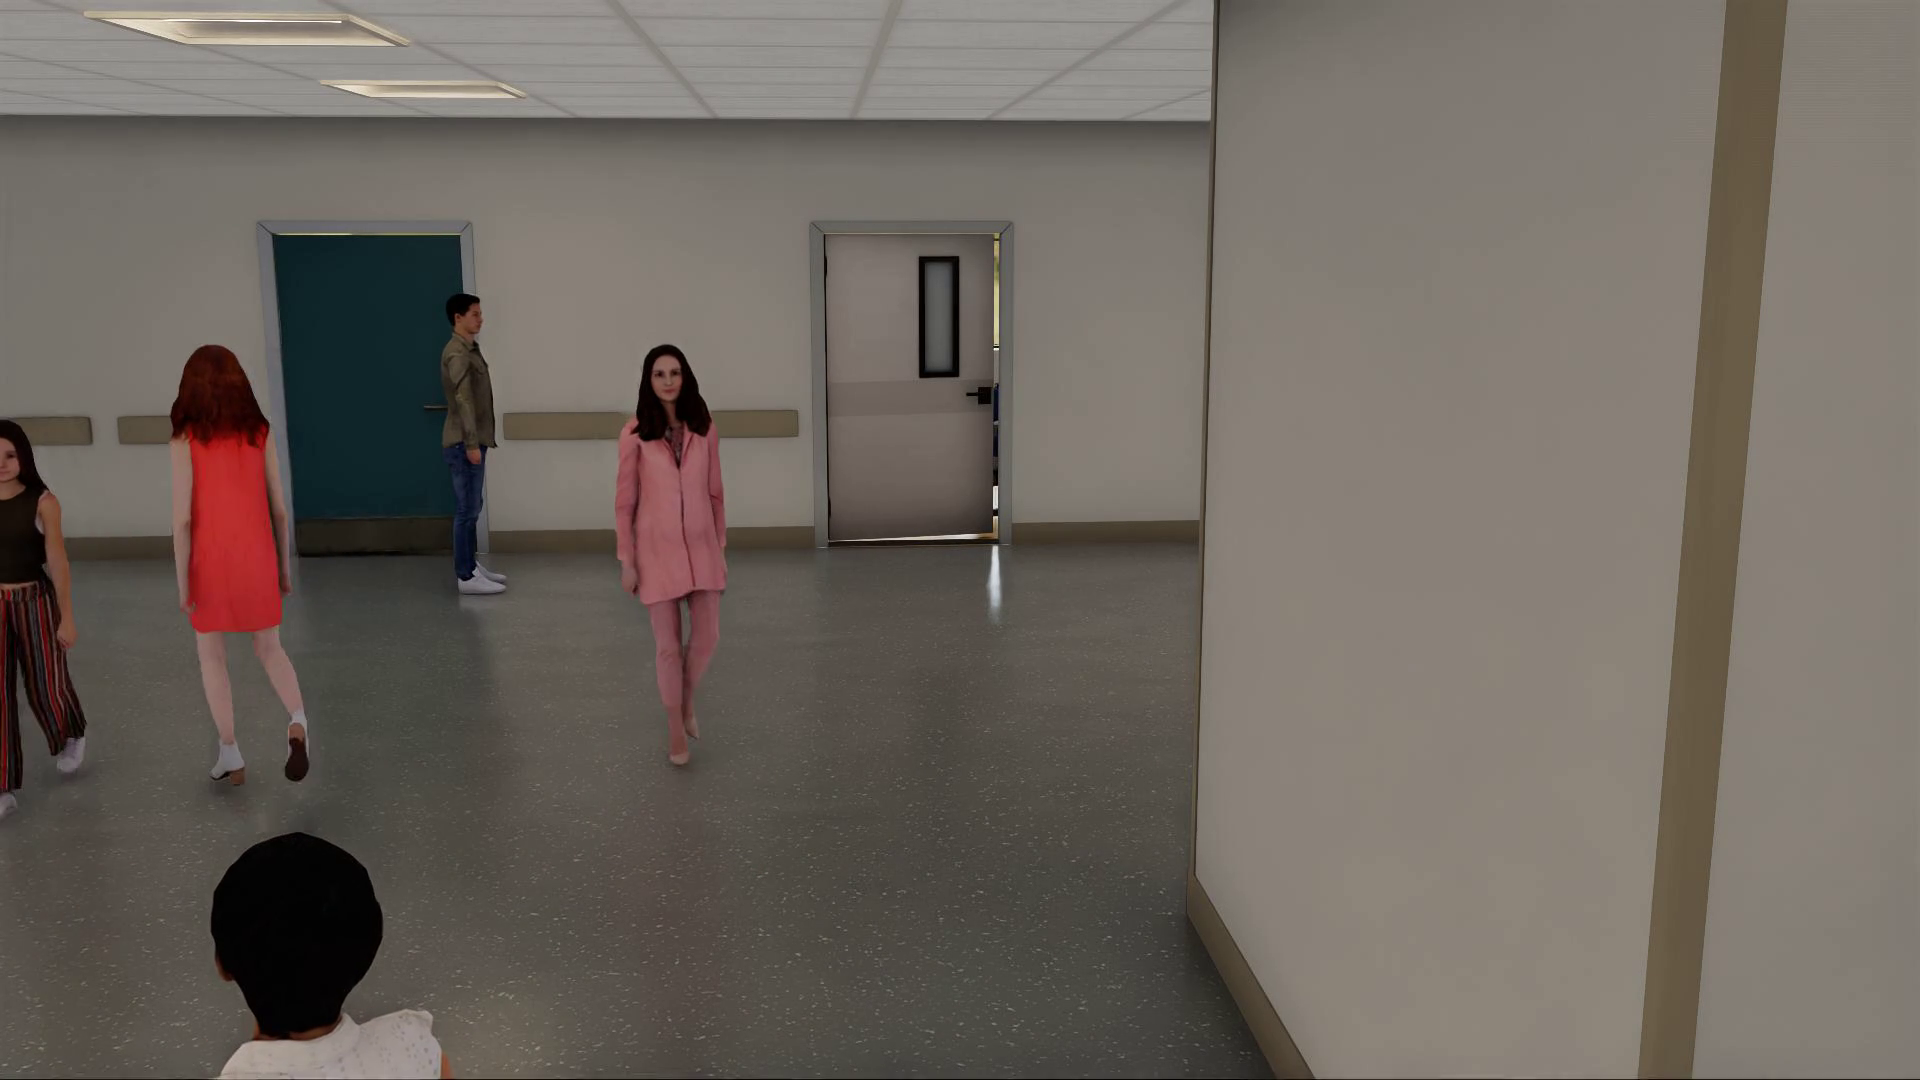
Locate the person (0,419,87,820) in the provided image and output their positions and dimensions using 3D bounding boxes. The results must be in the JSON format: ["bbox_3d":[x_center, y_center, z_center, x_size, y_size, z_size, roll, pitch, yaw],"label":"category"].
[{"bbox_3d":[-3.703,0.292,6.610,1.040,1.522,0.698,-2,11,-11],"label":"person"}]

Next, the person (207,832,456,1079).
[{"bbox_3d":[-0.800,1.121,2.151,0.628,1.555,0.703,-10,15,-43],"label":"person"}]

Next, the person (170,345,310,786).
[{"bbox_3d":[-2.828,0.160,6.549,1.067,1.803,1.068,-10,15,-43],"label":"person"}]

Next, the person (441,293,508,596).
[{"bbox_3d":[-3.096,-0.605,10.409,0.624,1.868,0.728,-2,11,-12],"label":"person"}]

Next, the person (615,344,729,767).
[{"bbox_3d":[-1.225,0.063,7.104,0.693,1.787,0.779,-4,11,-20],"label":"person"}]
